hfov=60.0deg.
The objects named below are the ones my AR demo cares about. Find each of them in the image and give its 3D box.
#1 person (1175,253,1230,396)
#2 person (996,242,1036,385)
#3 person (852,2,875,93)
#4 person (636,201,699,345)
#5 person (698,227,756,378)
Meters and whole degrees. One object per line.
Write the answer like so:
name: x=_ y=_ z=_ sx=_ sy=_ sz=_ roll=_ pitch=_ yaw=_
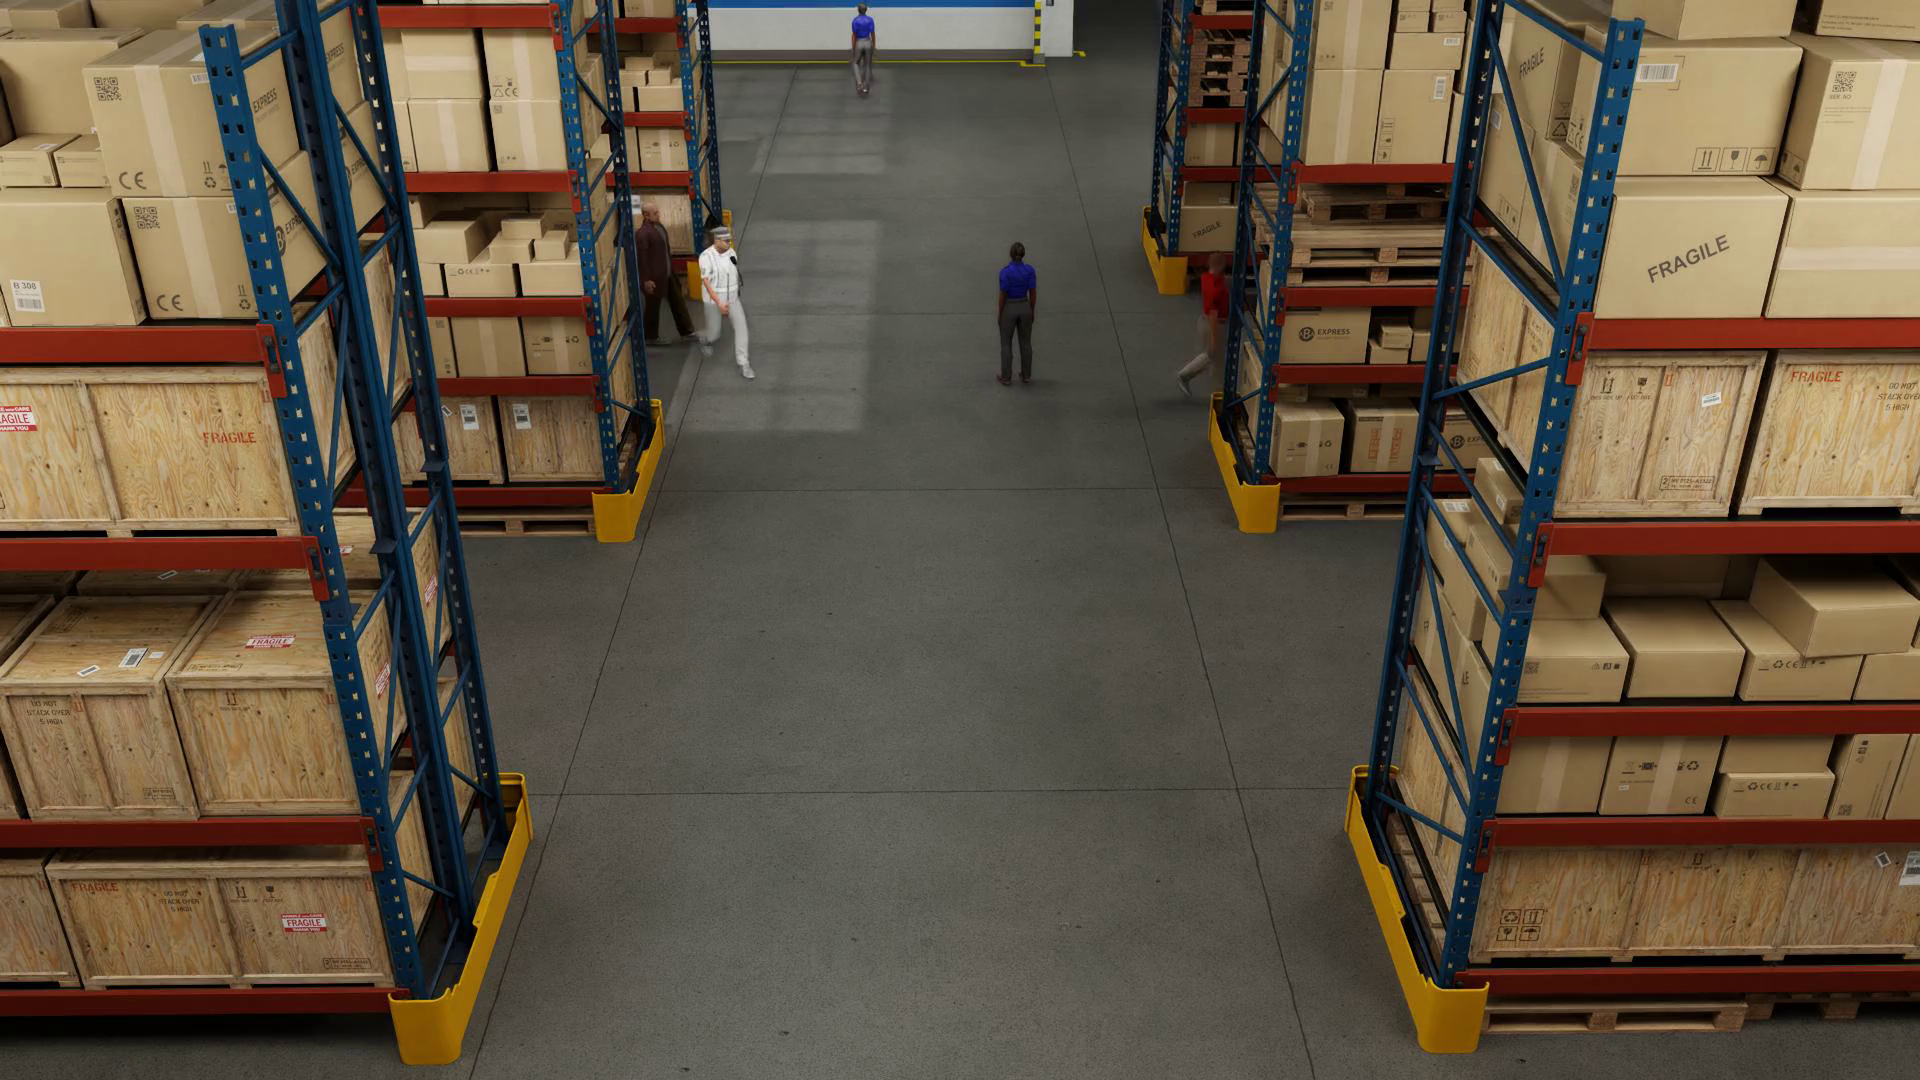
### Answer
person: x=2.781 y=-2.326 z=18.253 sx=0.751 sy=1.720 sz=0.567 roll=0 pitch=28 yaw=-1
person: x=0.622 y=-2.581 z=18.820 sx=0.439 sy=1.660 sz=0.334 roll=-8 pitch=29 yaw=-15
person: x=-1.813 y=-9.239 z=31.195 sx=0.464 sy=1.658 sz=0.483 roll=-7 pitch=29 yaw=-13
person: x=-3.454 y=-3.147 z=19.740 sx=0.794 sy=1.777 sz=0.626 roll=7 pitch=29 yaw=12
person: x=-2.703 y=-2.786 z=19.216 sx=0.518 sy=1.648 sz=1.025 roll=-18 pitch=33 yaw=-30
